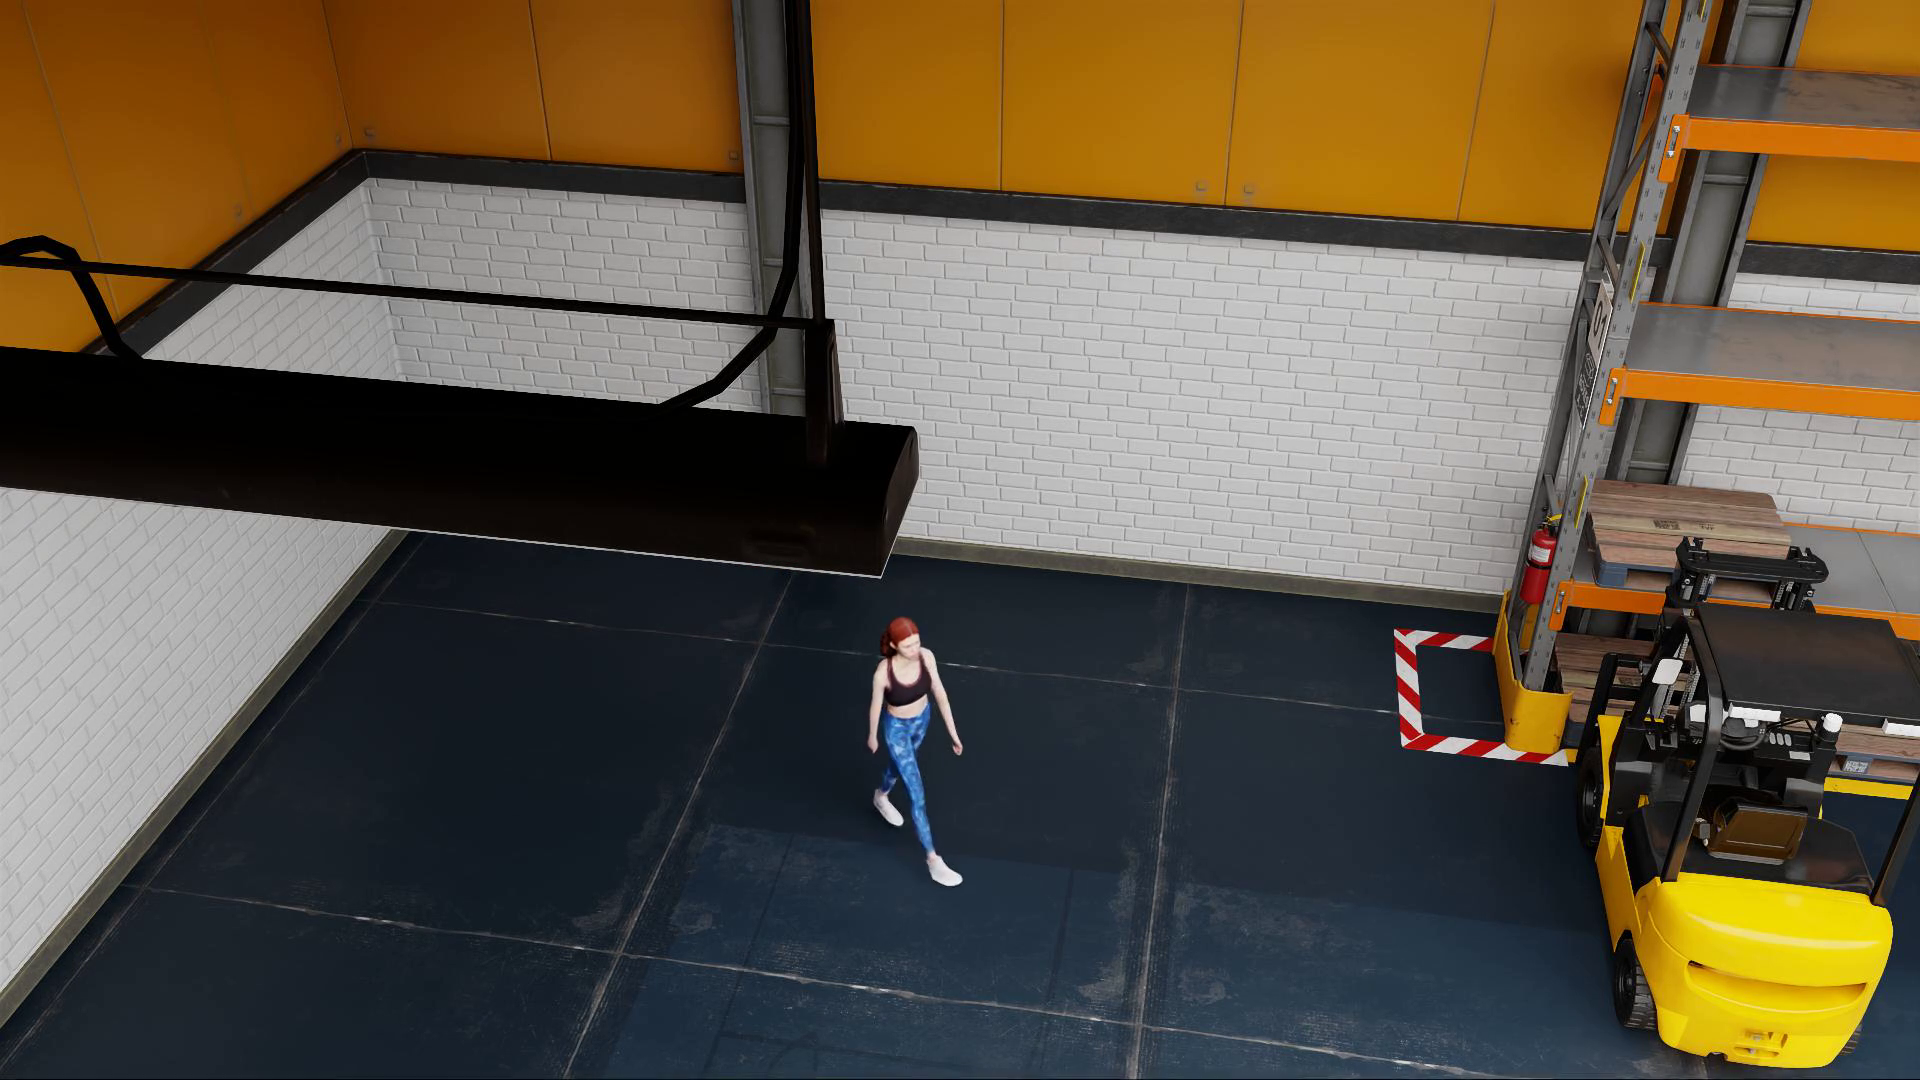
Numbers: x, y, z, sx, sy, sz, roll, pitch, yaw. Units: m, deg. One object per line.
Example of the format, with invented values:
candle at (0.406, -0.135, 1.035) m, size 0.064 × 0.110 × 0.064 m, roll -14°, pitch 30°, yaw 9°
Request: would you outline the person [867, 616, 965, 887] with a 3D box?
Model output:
person at (-0.364, 1.136, 9.914) m, size 1.106 × 1.726 × 1.222 m, roll -25°, pitch 41°, yaw -32°
